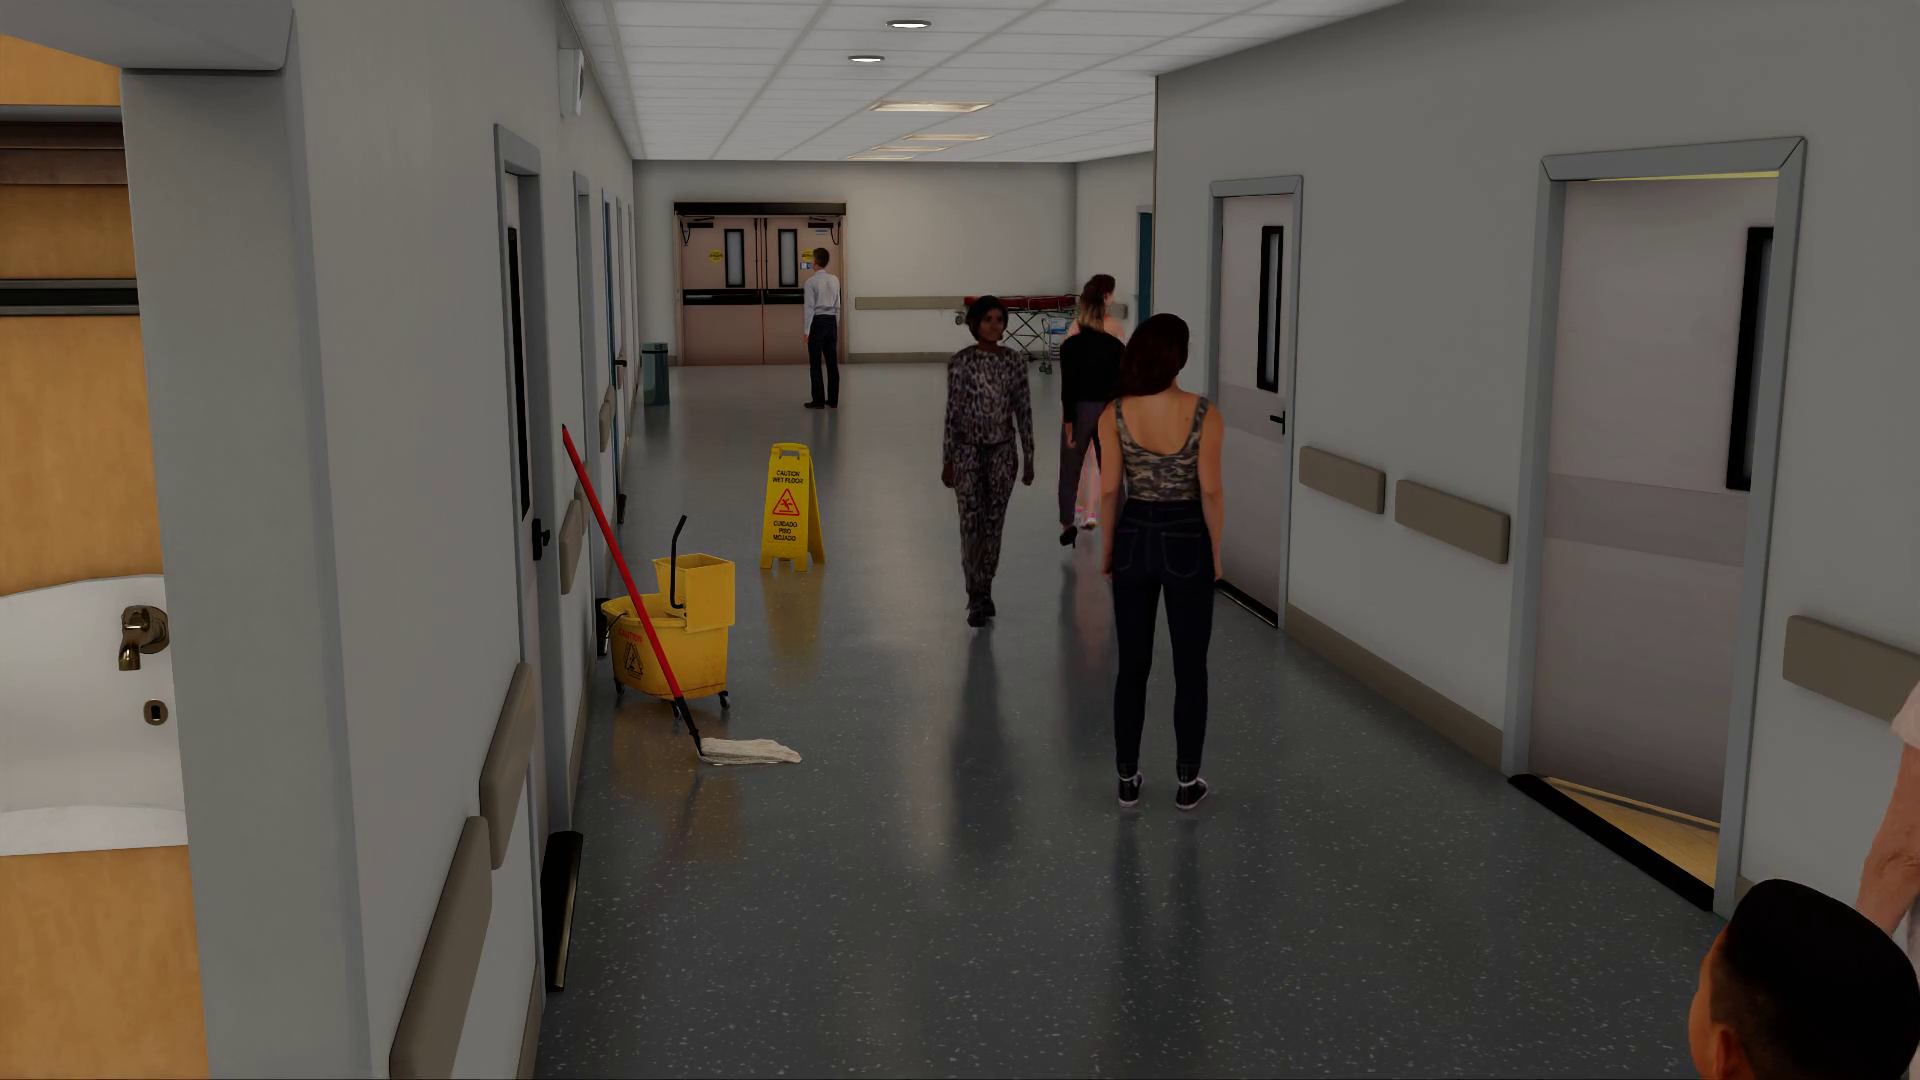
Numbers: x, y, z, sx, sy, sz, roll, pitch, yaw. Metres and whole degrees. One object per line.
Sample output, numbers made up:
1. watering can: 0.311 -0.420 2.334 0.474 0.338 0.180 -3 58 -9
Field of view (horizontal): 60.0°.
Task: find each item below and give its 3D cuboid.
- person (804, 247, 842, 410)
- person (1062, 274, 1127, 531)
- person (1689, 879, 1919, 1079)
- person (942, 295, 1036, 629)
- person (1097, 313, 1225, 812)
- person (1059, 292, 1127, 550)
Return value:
1. person: -1.570 -2.412 18.902 0.740 1.820 0.757 -10 15 -42
2. person: 0.910 -0.892 11.194 0.852 1.709 1.182 2 11 9
3. person: 0.781 1.042 1.658 0.575 1.465 0.554 -4 11 -19
4. person: 0.127 -0.410 8.713 0.647 1.686 0.915 -1 11 -6
5. person: 0.717 0.080 5.914 0.685 1.767 0.685 3 11 16
6. person: 0.850 -0.640 10.099 0.643 1.622 1.069 -3 11 -15
